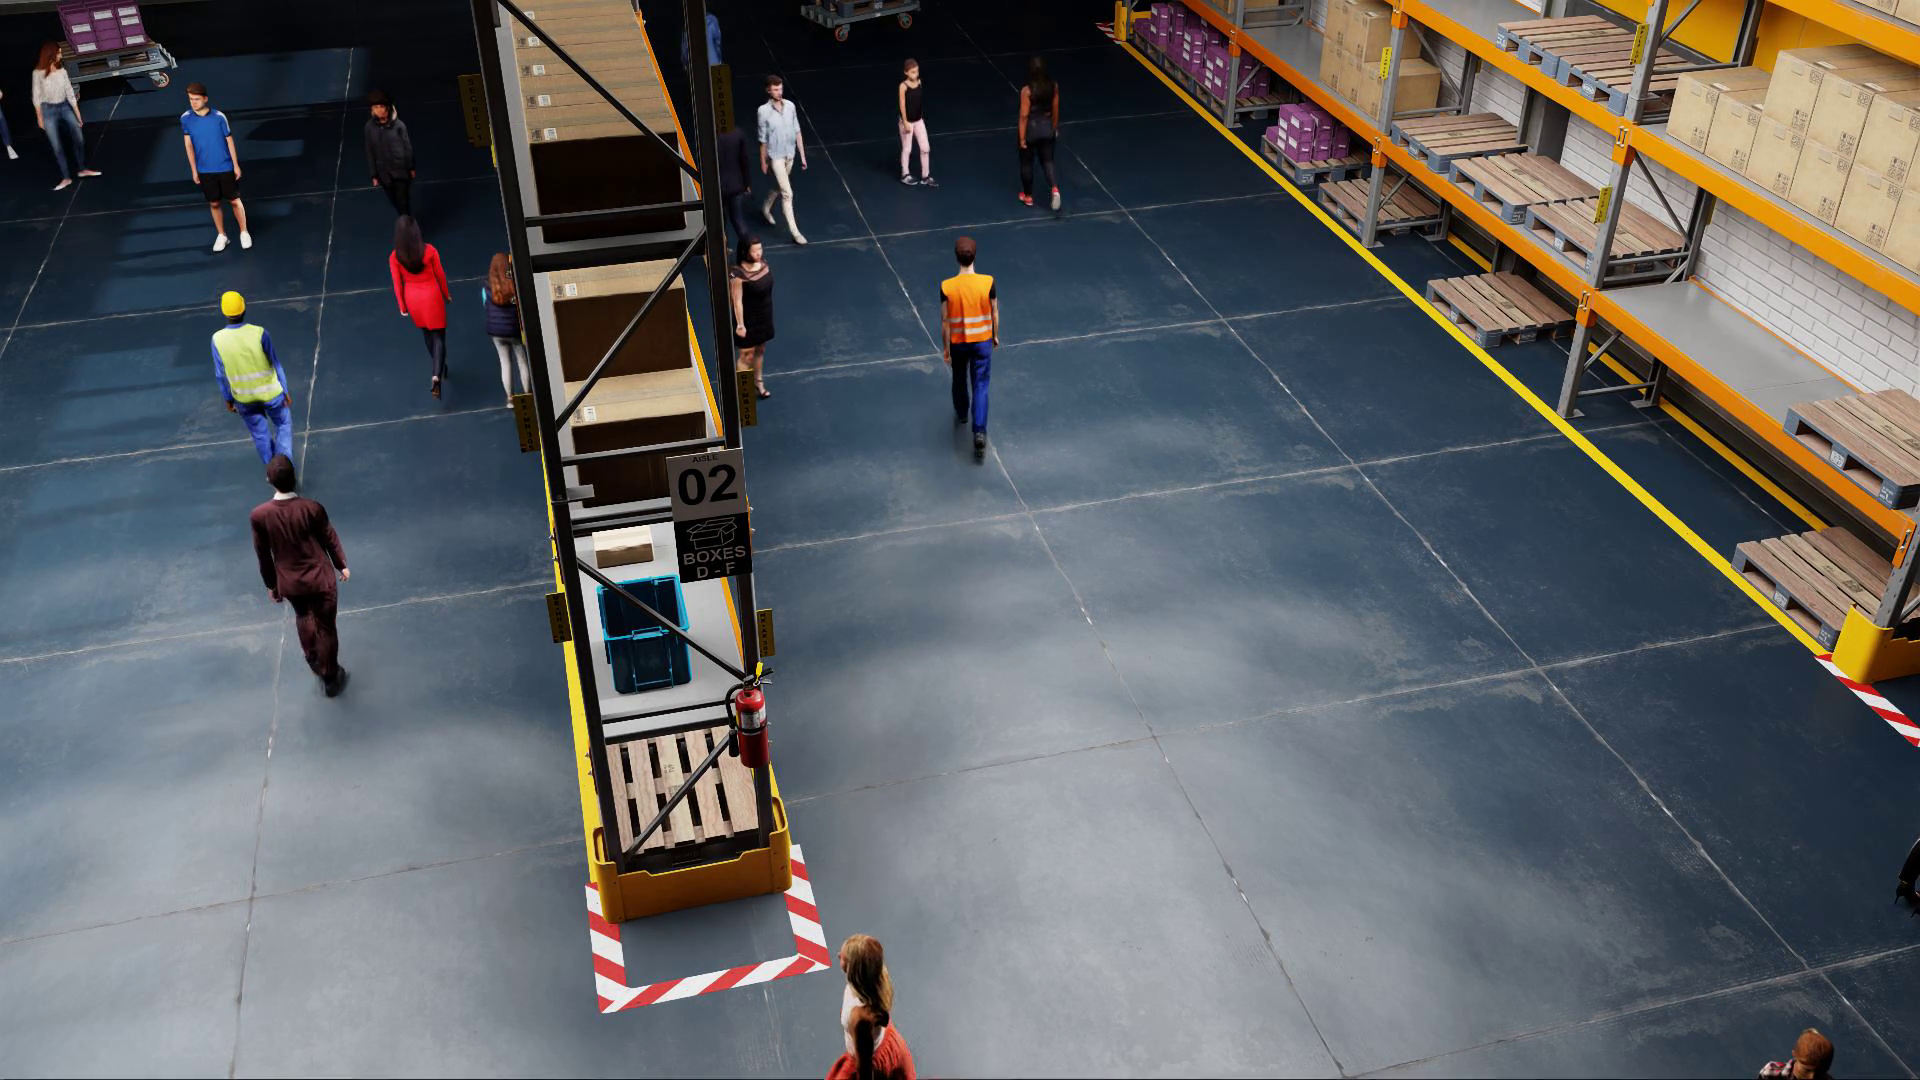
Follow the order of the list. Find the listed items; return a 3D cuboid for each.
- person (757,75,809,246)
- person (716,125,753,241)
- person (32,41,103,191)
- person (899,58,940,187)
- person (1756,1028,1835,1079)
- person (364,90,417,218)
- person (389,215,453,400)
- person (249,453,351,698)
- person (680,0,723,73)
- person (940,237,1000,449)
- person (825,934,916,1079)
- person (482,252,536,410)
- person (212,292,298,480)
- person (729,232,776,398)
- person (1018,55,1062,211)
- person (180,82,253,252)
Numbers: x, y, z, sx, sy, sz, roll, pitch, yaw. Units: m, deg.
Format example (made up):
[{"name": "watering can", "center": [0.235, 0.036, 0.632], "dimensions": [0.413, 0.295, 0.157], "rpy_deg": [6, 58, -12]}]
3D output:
[{"name": "person", "center": [-2.037, -4.255, 18.424], "dimensions": [1.033, 1.807, 1.305], "rpy_deg": [-26, 42, -34]}, {"name": "person", "center": [-2.451, -3.671, 17.569], "dimensions": [0.784, 1.780, 1.159], "rpy_deg": [-12, 35, -17]}, {"name": "person", "center": [-10.738, -5.011, 19.664], "dimensions": [0.812, 1.694, 0.779], "rpy_deg": [-19, 38, -27]}, {"name": "person", "center": [-0.624, -4.967, 19.732], "dimensions": [0.725, 1.544, 0.854], "rpy_deg": [-26, 42, -34]}, {"name": "person", "center": [4.016, 2.872, 8.154], "dimensions": [0.612, 1.307, 0.641], "rpy_deg": [6, 34, 10]}, {"name": "person", "center": [-6.205, -4.069, 18.206], "dimensions": [0.751, 1.739, 1.151], "rpy_deg": [-4, 34, -6]}, {"name": "person", "center": [-4.911, -2.111, 15.281], "dimensions": [0.683, 1.716, 1.083], "rpy_deg": [-4, 34, -6]}, {"name": "person", "center": [-4.550, 0.305, 11.525], "dimensions": [0.744, 1.849, 0.796], "rpy_deg": [-2, 34, -3]}, {"name": "person", "center": [-3.243, -6.069, 21.172], "dimensions": [0.841, 1.787, 0.989], "rpy_deg": [-20, 39, -27]}, {"name": "person", "center": [0.109, -1.680, 14.510], "dimensions": [0.863, 1.851, 1.262], "rpy_deg": [-1, 34, -1]}, {"name": "person", "center": [-0.339, 2.583, 8.168], "dimensions": [1.031, 1.772, 1.186], "rpy_deg": [7, 34, 10]}, {"name": "person", "center": [-4.124, -1.902, 15.165], "dimensions": [0.631, 1.495, 0.653], "rpy_deg": [-1, 34, -1]}, {"name": "person", "center": [-5.833, -1.180, 13.801], "dimensions": [0.697, 1.803, 0.690], "rpy_deg": [-10, 35, -15]}, {"name": "person", "center": [-1.907, -2.013, 15.137], "dimensions": [0.816, 1.711, 0.756], "rpy_deg": [18, 37, 25]}, {"name": "person", "center": [0.926, -4.613, 18.971], "dimensions": [0.751, 1.798, 1.055], "rpy_deg": [-14, 36, -19]}, {"name": "person", "center": [-8.092, -4.072, 18.096], "dimensions": [0.649, 1.866, 0.557], "rpy_deg": [-8, 34, -12]}]
